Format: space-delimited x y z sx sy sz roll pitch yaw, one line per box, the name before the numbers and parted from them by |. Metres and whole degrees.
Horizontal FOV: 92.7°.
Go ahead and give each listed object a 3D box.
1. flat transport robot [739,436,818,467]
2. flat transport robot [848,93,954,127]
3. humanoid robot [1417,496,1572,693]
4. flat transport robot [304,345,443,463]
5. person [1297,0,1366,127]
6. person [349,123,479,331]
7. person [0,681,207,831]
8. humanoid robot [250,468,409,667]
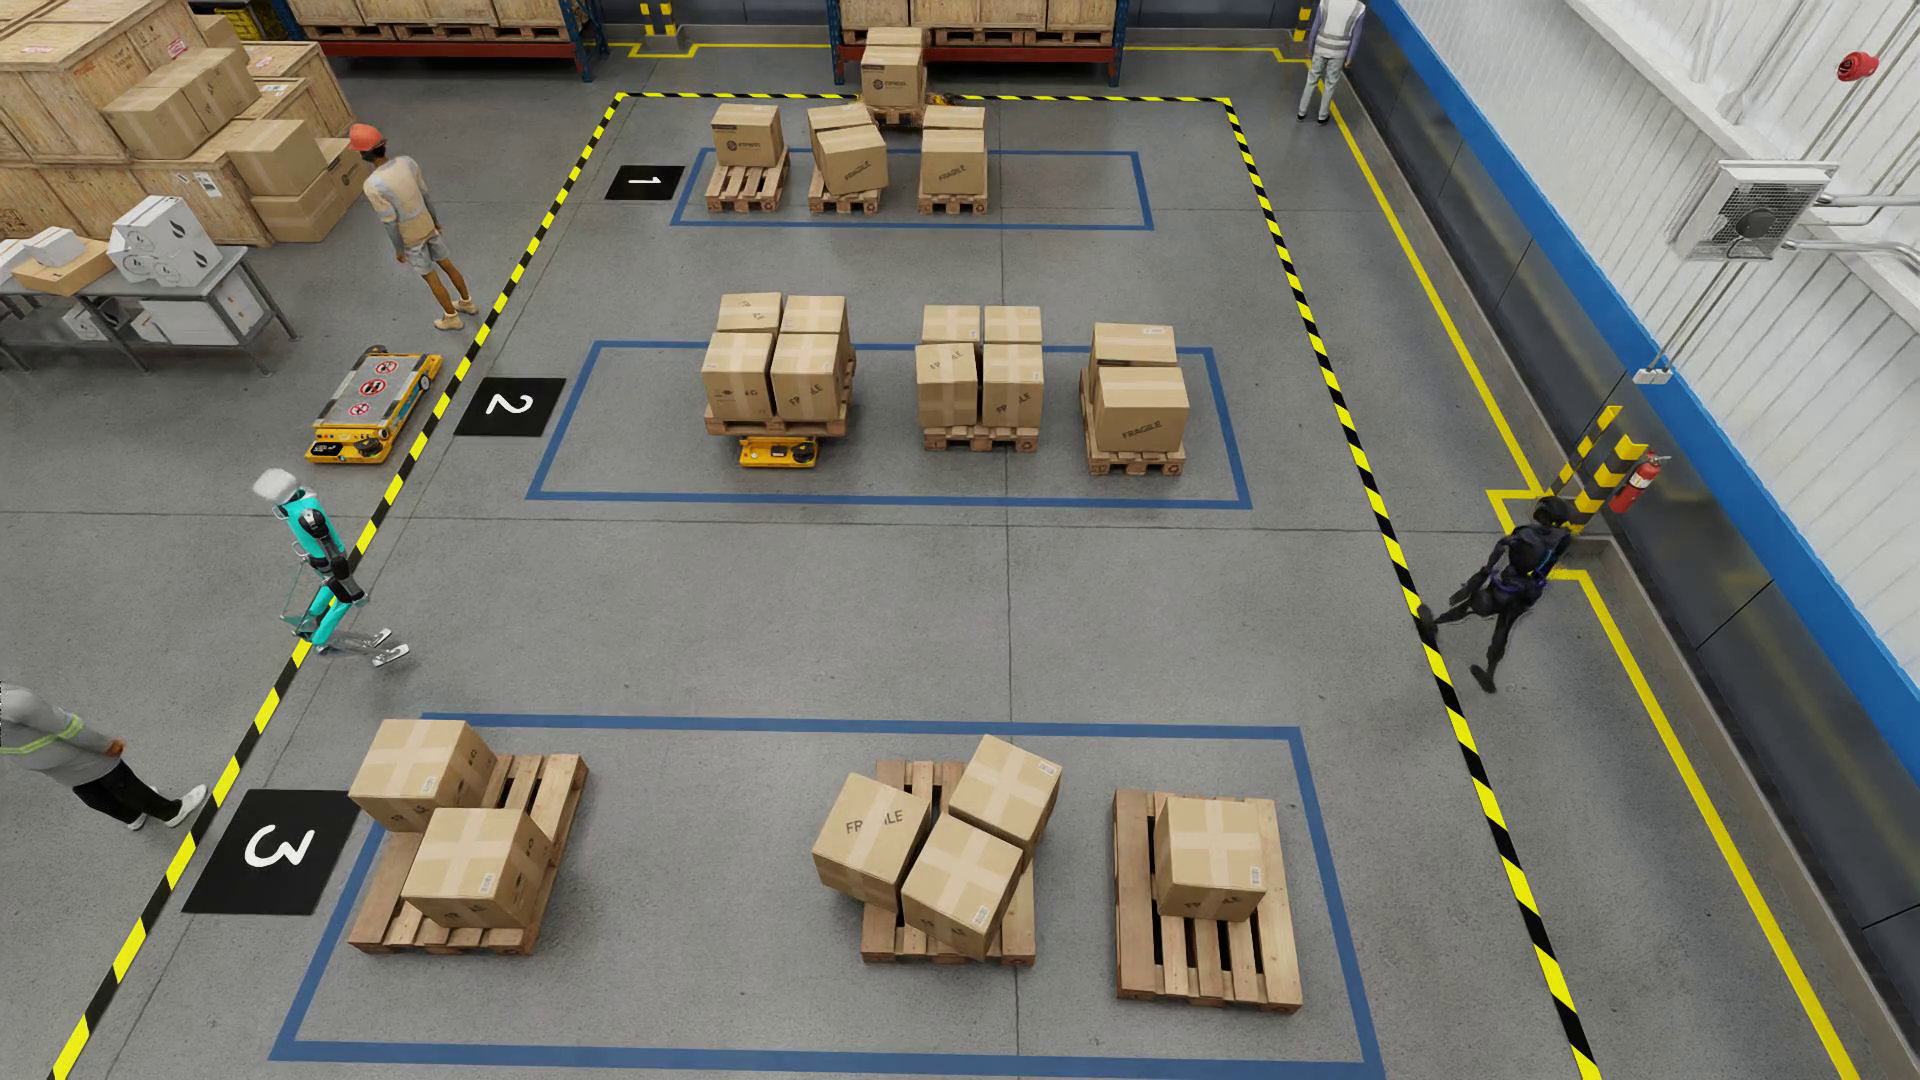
flat transport robot | -1.582 -1.235 8.394 0.652 0.197 1.431 1 50 1
flat transport robot | -0.799 -5.715 12.185 1.431 0.197 0.652 1 50 1
humanoid robot | 3.686 0.313 6.206 0.583 1.620 0.778 -8 50 -7
flat transport robot | -5.383 -1.269 8.441 0.659 0.231 1.431 1 50 1
person | 4.700 -6.208 11.595 0.598 1.829 0.404 23 54 18
person | -5.175 -2.922 8.679 0.376 2.041 0.613 12 51 10
person | -5.235 1.197 5.332 0.588 1.864 0.441 1 50 1
humanoid robot | -4.299 0.305 6.056 0.533 1.681 0.735 35 58 26
